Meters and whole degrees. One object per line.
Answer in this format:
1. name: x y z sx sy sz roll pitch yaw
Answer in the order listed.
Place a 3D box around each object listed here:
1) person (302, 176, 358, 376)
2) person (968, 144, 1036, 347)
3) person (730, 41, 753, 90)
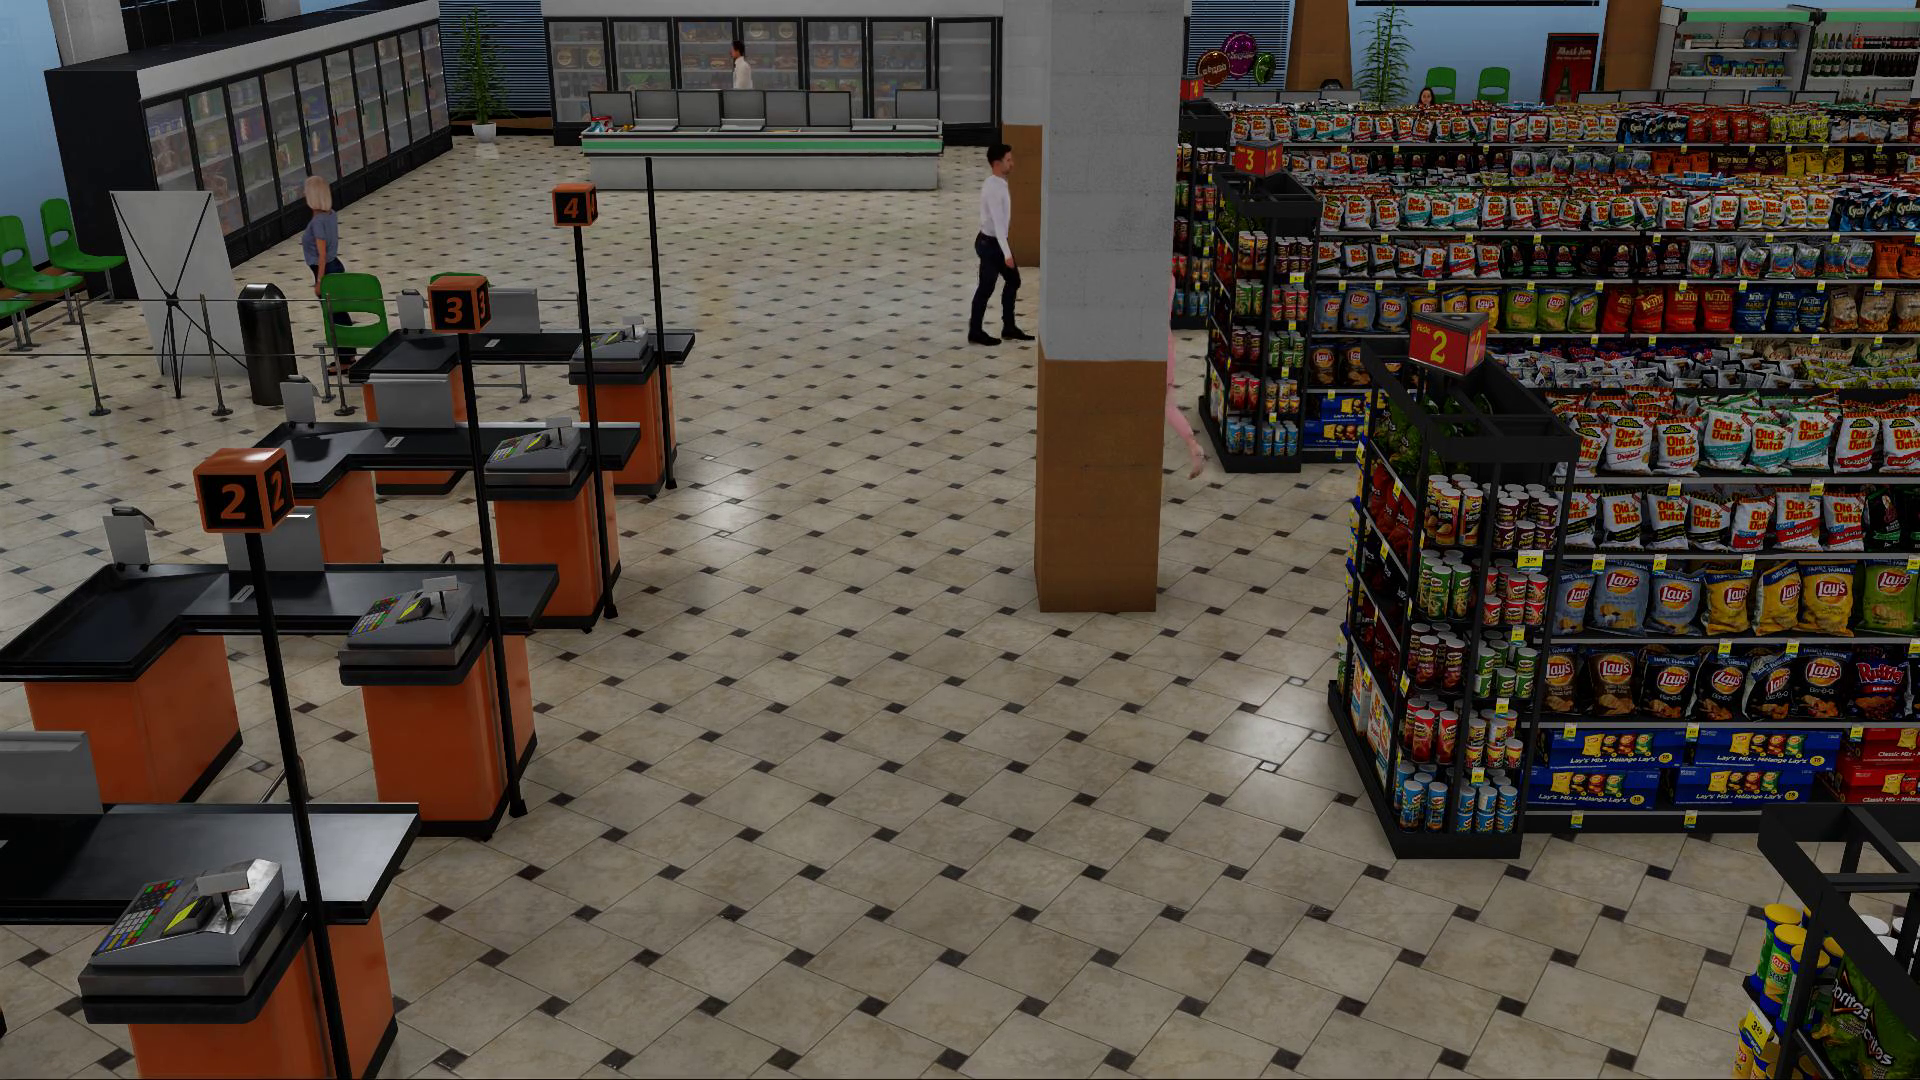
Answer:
1. person: -5.477 -2.302 14.460 0.513 1.722 0.587 -1 22 -2
2. person: 0.208 -2.690 15.255 0.872 1.849 0.690 2 22 4
3. person: -3.141 -6.519 24.881 1.076 1.778 0.789 -4 22 -11
